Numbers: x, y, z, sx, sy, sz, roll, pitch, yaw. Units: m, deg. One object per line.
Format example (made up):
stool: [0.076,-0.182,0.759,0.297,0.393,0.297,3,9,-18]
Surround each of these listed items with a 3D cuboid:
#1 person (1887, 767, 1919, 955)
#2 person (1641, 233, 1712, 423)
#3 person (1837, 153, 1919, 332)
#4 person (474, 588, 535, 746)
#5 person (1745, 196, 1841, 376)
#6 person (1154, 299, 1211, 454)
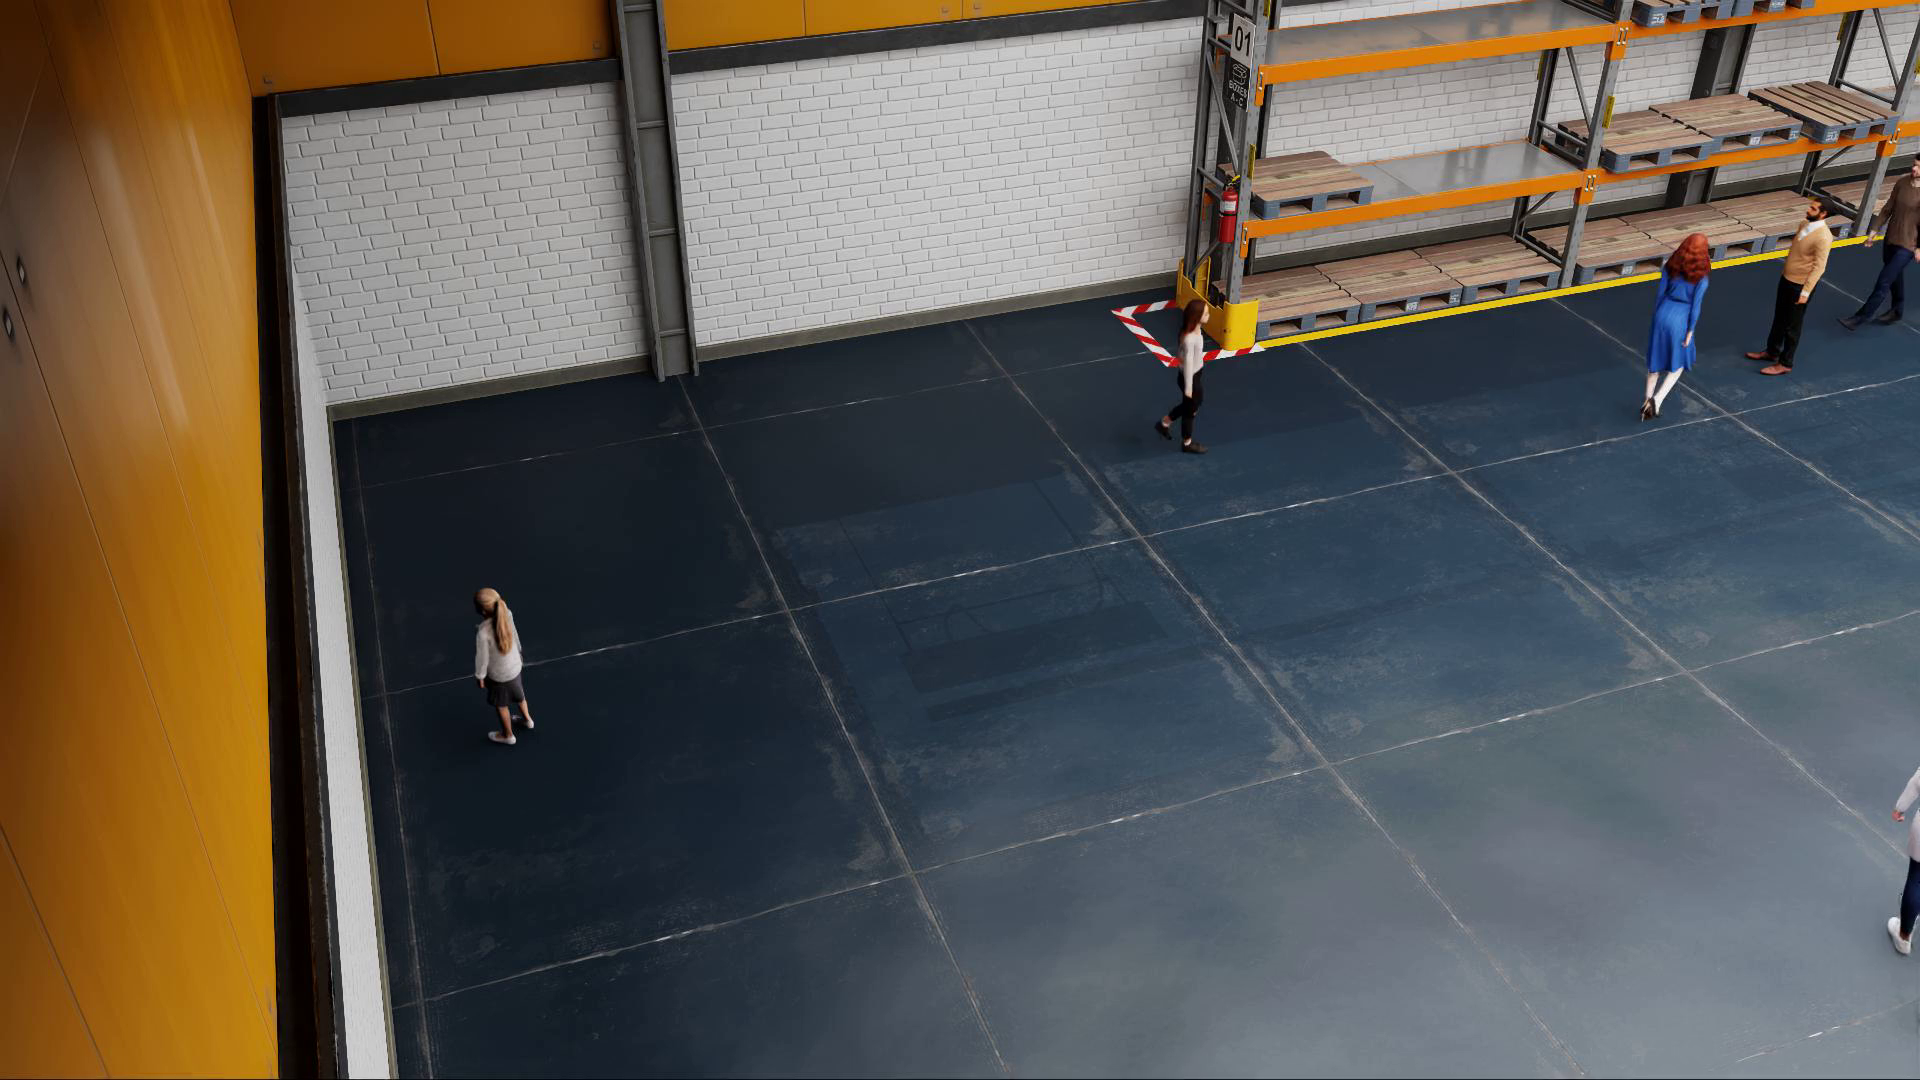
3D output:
person: [5.655,1.692,9.514,0.818,1.764,0.872,9,35,14]
person: [6.262,-1.842,14.781,0.791,1.819,0.722,-24,41,-32]
person: [9.352,-2.932,16.408,1.153,1.832,0.731,-8,35,-13]
person: [-3.066,0.851,11.221,0.697,1.273,0.636,16,37,22]
person: [7.919,-2.420,15.709,0.701,1.754,0.730,-1,34,-1]
person: [1.934,-1.425,14.460,0.838,1.479,0.747,7,34,10]
